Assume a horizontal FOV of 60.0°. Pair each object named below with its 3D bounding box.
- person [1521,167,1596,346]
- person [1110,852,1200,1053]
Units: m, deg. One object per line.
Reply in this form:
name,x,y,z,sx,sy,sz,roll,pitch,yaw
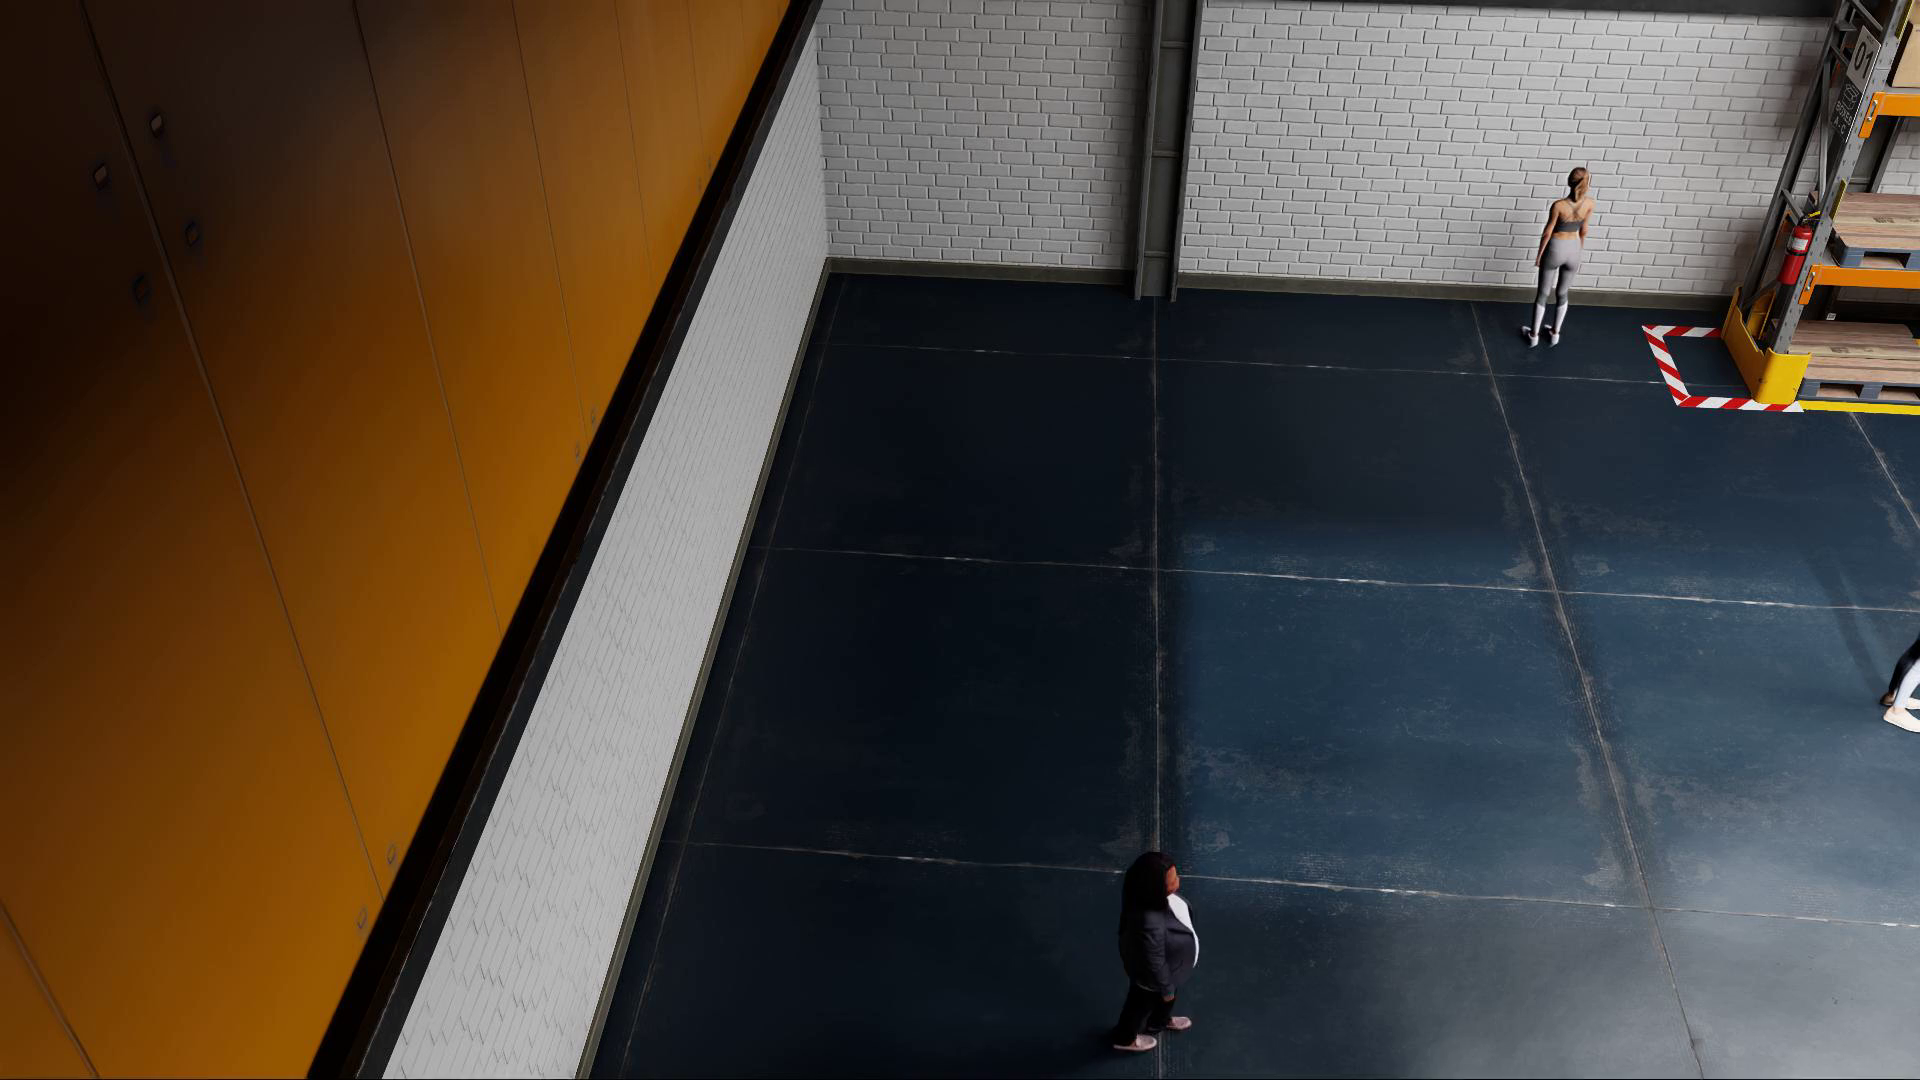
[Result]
person,5.349,-2.518,14.781,0.485,1.702,0.625,0,39,-1
person,0.951,2.242,8.920,0.725,1.579,0.698,0,39,0
